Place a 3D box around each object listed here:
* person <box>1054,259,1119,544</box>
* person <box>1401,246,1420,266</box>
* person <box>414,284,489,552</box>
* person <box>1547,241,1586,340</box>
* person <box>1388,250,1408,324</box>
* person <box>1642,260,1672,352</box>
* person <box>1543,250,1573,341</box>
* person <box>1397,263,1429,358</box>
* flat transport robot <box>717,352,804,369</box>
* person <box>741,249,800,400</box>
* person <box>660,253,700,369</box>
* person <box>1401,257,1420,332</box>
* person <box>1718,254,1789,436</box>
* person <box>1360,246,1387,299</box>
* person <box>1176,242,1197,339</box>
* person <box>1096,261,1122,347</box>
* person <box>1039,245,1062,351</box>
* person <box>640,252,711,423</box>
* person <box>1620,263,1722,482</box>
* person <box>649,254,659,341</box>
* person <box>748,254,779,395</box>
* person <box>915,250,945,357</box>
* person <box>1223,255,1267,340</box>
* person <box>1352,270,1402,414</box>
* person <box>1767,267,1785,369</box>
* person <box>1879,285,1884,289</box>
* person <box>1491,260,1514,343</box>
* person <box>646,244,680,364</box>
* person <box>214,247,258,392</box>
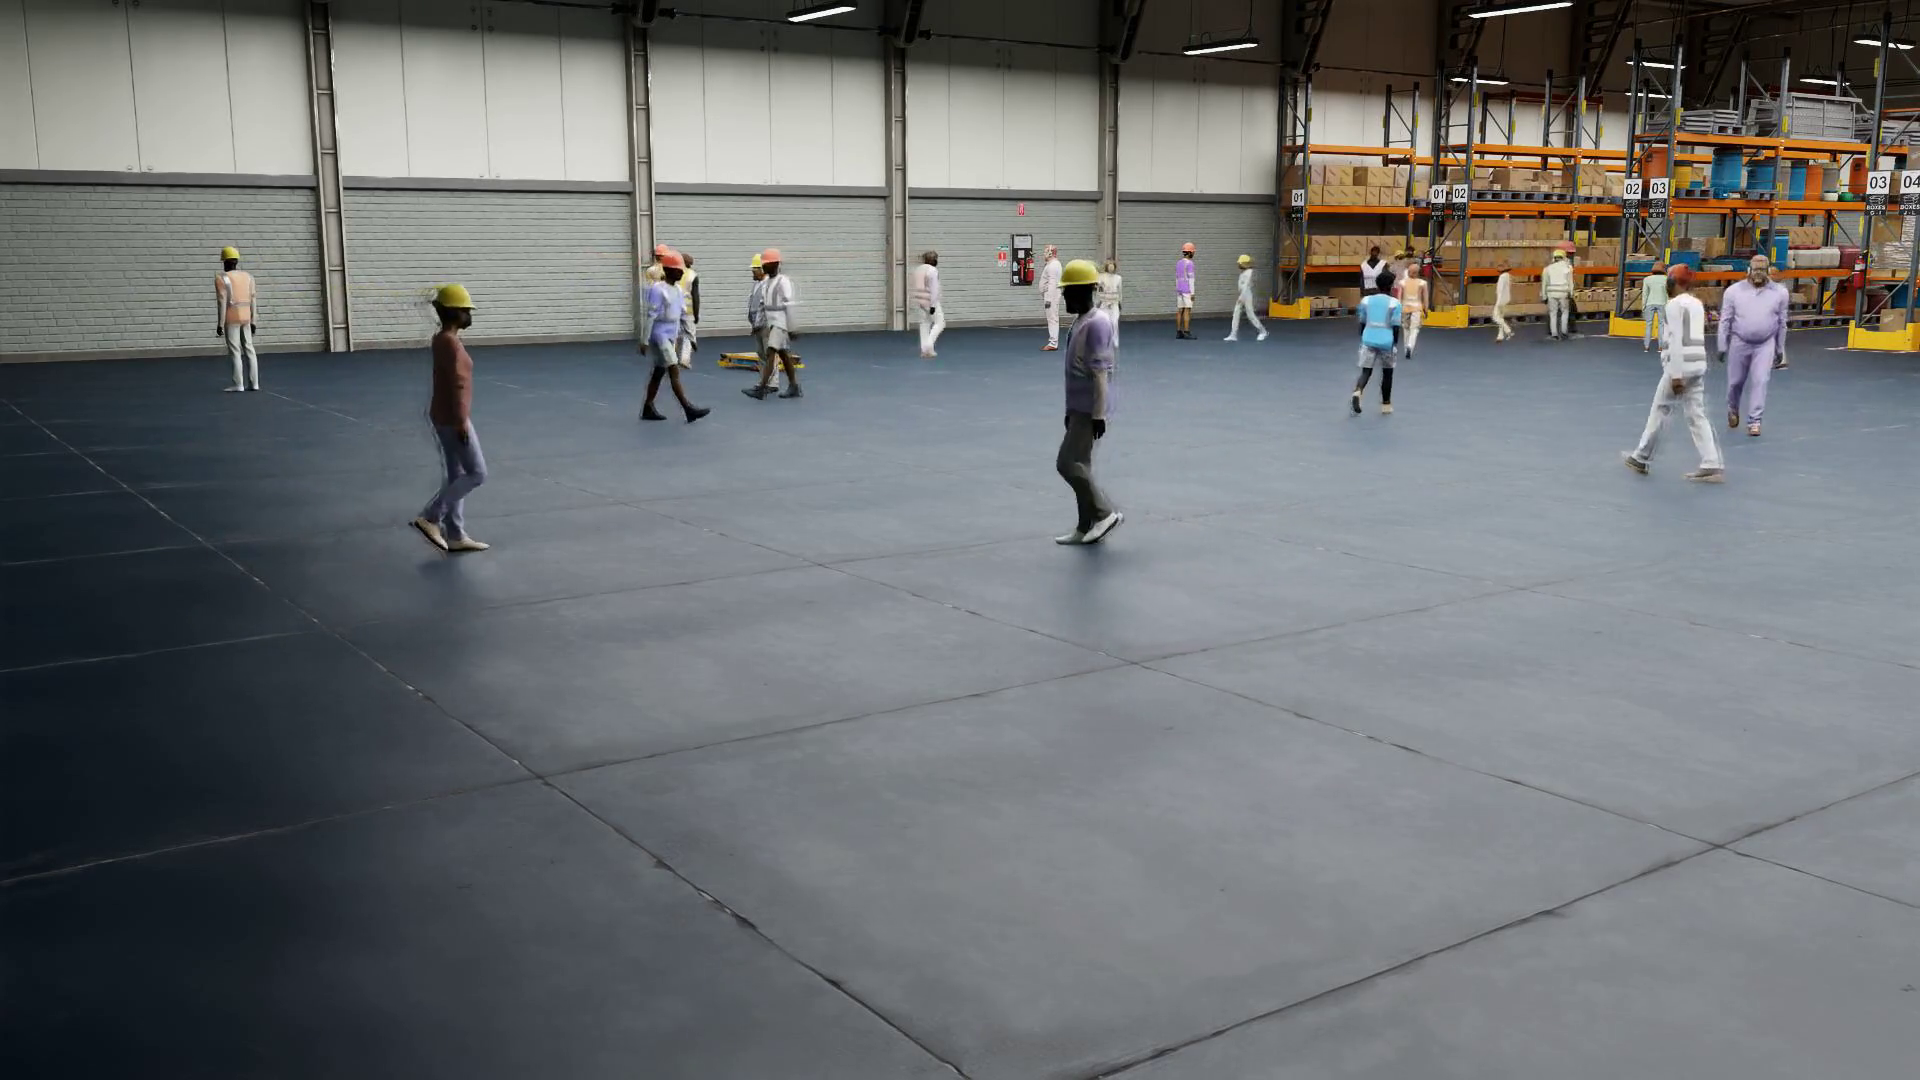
[{"bbox_3d":[0.799,-0.894,11.023,0.427,1.903,0.612,-2,10,-9],"label":"person"},{"bbox_3d":[10.774,-6.137,39.975,0.497,1.826,0.883,5,12,28],"label":"person"},{"bbox_3d":[-3.284,-0.771,10.752,0.418,1.750,0.550,-5,11,-25],"label":"person"},{"bbox_3d":[12.116,-4.940,33.054,0.855,1.955,0.620,7,13,34],"label":"person"},{"bbox_3d":[10.246,-5.904,38.920,0.572,1.746,0.431,-3,11,-16],"label":"person"},{"bbox_3d":[12.466,-4.176,29.765,0.497,1.634,0.279,6,12,32],"label":"person"},{"bbox_3d":[11.929,-4.873,33.138,0.607,1.794,0.737,6,12,30],"label":"person"},{"bbox_3d":[7.678,-3.886,28.255,0.518,1.611,0.737,5,11,24],"label":"person"},{"bbox_3d":[-3.117,-2.794,25.930,0.652,0.197,1.431,-9,14,-41],"label":"flat transport robot"},{"bbox_3d":[-2.430,-2.717,21.047,0.941,1.893,0.552,-6,12,-29],"label":"person"},{"bbox_3d":[-4.301,-3.513,25.684,0.612,1.803,0.535,0,10,2],"label":"person"},{"bbox_3d":[9.685,-5.300,35.958,0.569,1.617,0.526,-5,12,-27],"label":"person"},{"bbox_3d":[8.337,-2.062,17.525,0.652,1.881,0.850,4,11,22],"label":"person"},{"bbox_3d":[8.989,-5.463,36.233,0.580,1.850,0.959,3,11,15],"label":"person"},{"bbox_3d":[4.565,-5.006,33.483,0.365,1.939,0.542,-5,11,-24],"label":"person"},{"bbox_3d":[2.813,-4.479,31.482,0.533,1.616,0.737,-3,11,-16],"label":"person"},{"bbox_3d":[1.636,-4.384,30.163,0.409,1.908,0.639,2,10,9],"label":"person"},{"bbox_3d":[-3.190,-2.240,18.477,0.983,1.879,0.590,4,11,19],"label":"person"},{"bbox_3d":[6.118,-1.428,14.146,0.594,1.829,0.958,-8,13,-38],"label":"person"},{"bbox_3d":[-5.754,-4.647,31.807,0.462,1.836,0.524,-9,13,-39],"label":"person"},{"bbox_3d":[-2.574,-2.819,21.783,0.403,1.830,0.599,-6,12,-31],"label":"person"},{"bbox_3d":[-0.519,-4.041,28.507,0.447,1.829,0.628,-7,12,-32],"label":"person"},{"bbox_3d":[5.709,-4.812,33.051,0.822,1.710,0.487,-2,11,-12],"label":"person"},{"bbox_3d":[4.808,-2.264,19.174,0.533,1.673,0.677,7,12,33],"label":"person"},{"bbox_3d":[12.496,-3.435,25.802,0.839,1.585,0.527,0,10,0],"label":"person"},{"bbox_3d":[25.867,-7.423,46.469,0.641,2.028,0.437,-7,13,-34],"label":"person"},{"bbox_3d":[10.492,-4.604,32.151,0.394,1.617,0.517,6,12,31],"label":"person"},{"bbox_3d":[-4.767,-3.785,26.784,0.542,1.939,0.361,-2,11,-11],"label":"person"},{"bbox_3d":[-9.631,-2.925,22.104,0.382,1.924,0.594,5,12,28],"label":"person"}]
